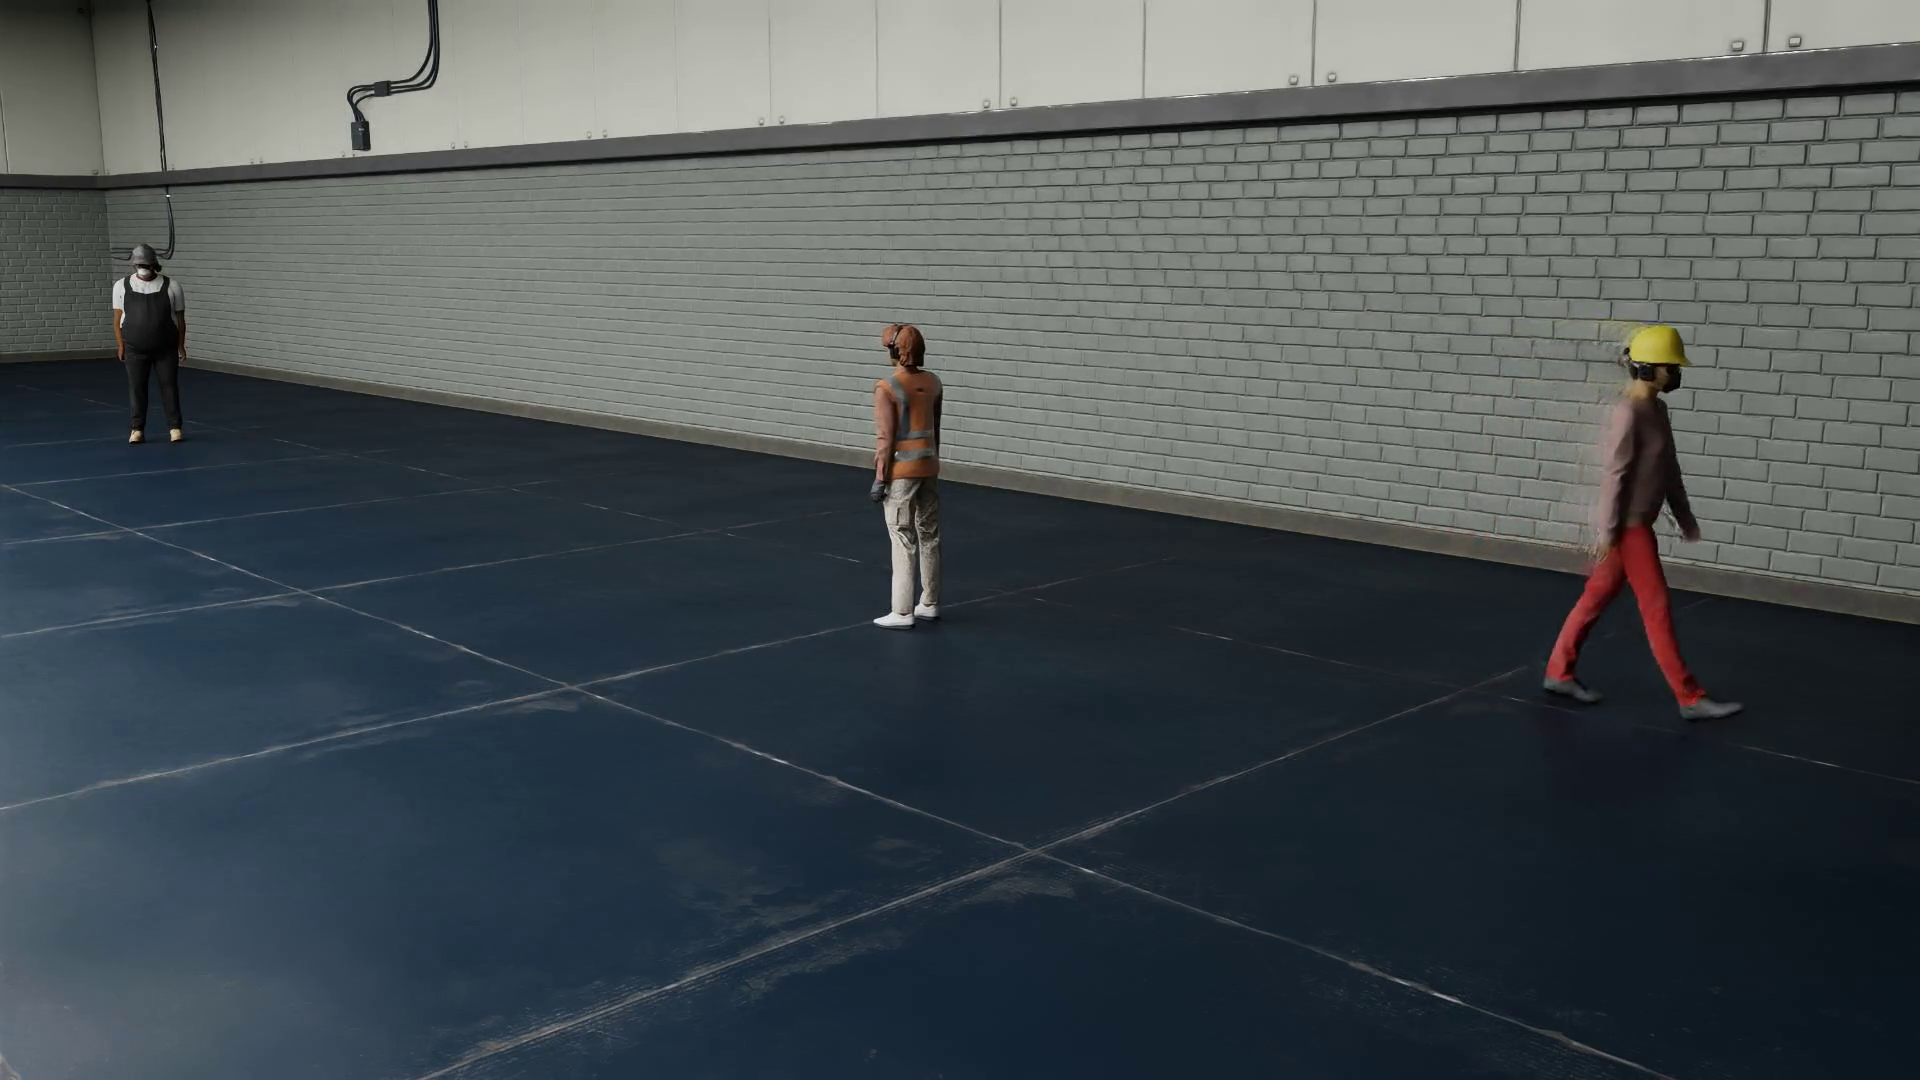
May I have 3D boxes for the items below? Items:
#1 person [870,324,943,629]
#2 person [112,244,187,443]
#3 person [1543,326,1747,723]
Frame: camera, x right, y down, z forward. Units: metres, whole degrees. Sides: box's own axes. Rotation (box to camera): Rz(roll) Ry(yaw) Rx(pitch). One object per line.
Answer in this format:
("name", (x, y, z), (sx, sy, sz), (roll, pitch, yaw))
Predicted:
("person", (-0.281, -0.342, 8.984), (0.312, 1.642, 0.512), (8, 13, 37))
("person", (-8.296, -2.003, 17.066), (0.676, 2.000, 0.536), (-4, 11, -22))
("person", (3.019, -0.070, 7.287), (0.897, 1.720, 0.534), (7, 12, 32))
